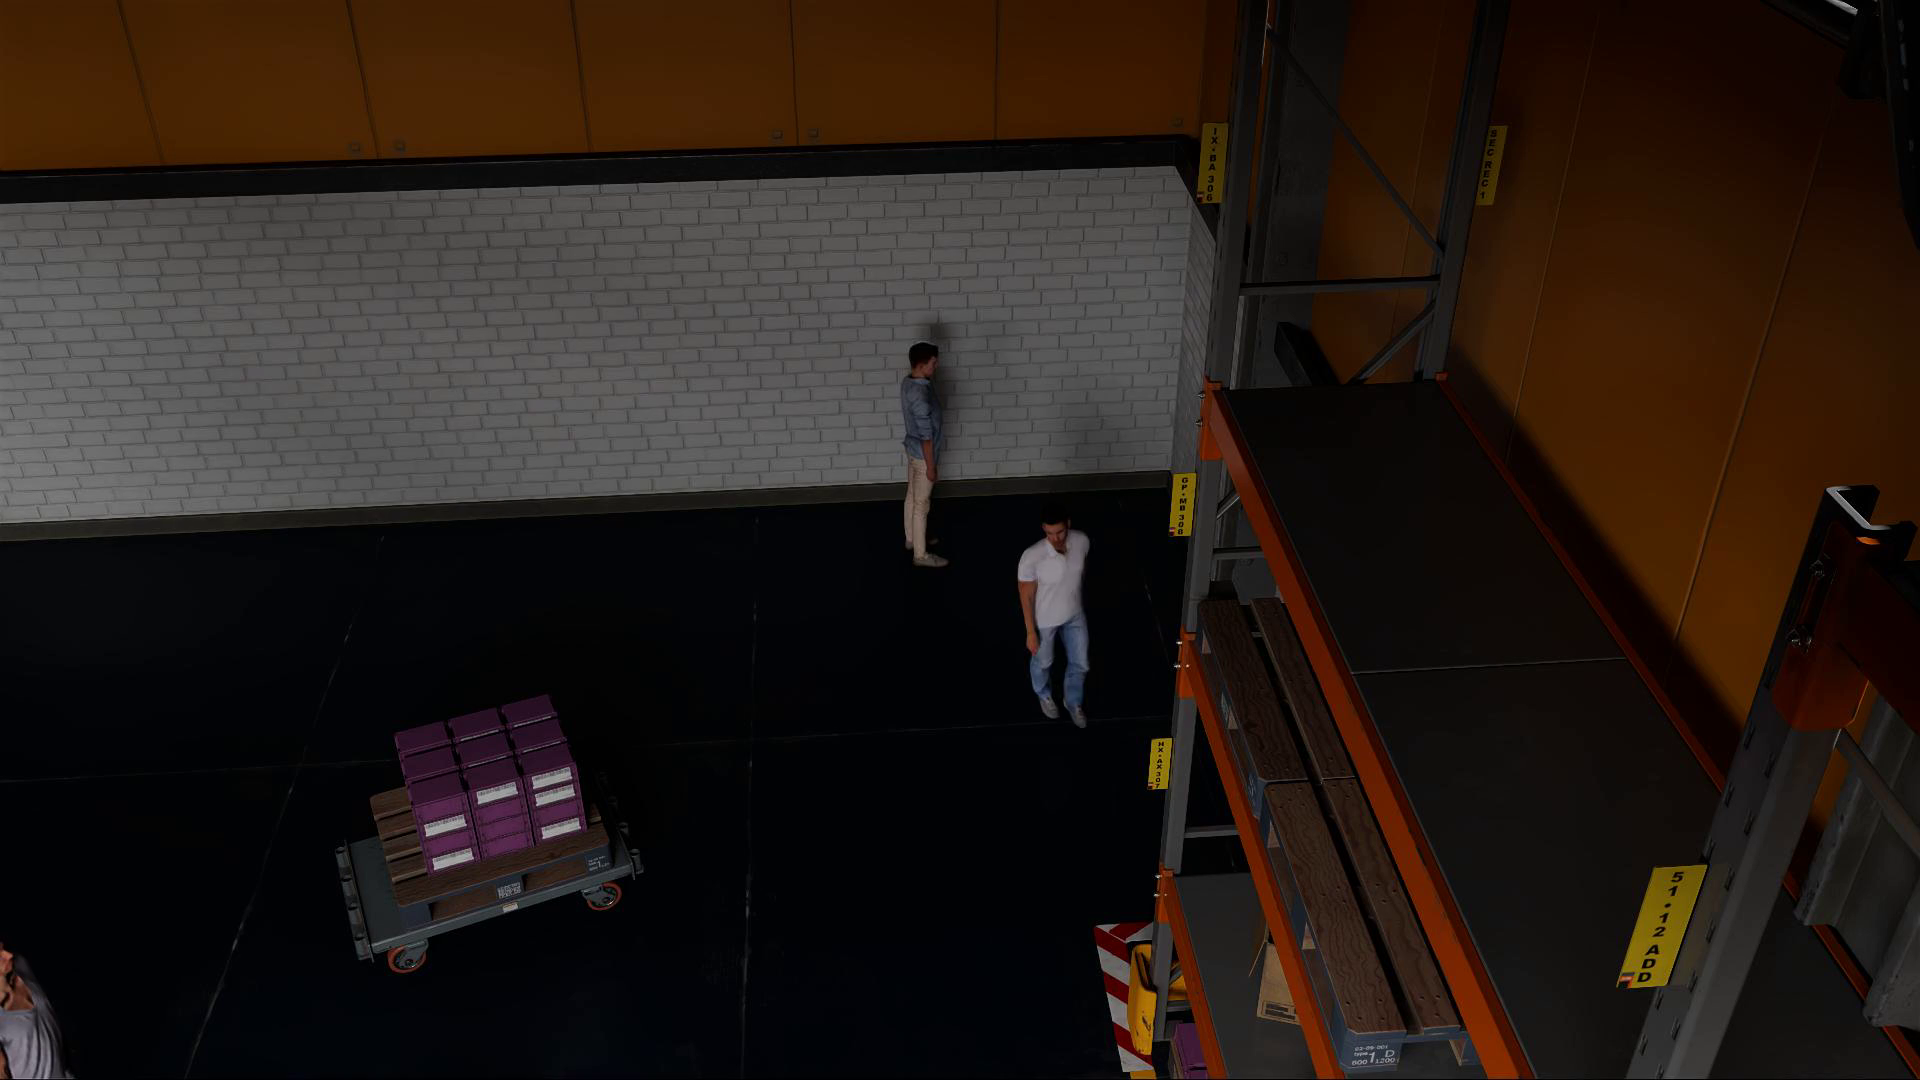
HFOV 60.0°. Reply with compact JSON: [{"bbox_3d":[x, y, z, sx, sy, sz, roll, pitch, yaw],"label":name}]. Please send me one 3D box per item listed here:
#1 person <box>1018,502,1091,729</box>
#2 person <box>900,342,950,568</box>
[{"bbox_3d":[0.633,0.448,11.040,0.790,1.817,0.826,-18,38,-25],"label":"person"},{"bbox_3d":[-0.300,-0.667,12.691,0.732,1.847,0.526,-7,34,-10],"label":"person"}]
